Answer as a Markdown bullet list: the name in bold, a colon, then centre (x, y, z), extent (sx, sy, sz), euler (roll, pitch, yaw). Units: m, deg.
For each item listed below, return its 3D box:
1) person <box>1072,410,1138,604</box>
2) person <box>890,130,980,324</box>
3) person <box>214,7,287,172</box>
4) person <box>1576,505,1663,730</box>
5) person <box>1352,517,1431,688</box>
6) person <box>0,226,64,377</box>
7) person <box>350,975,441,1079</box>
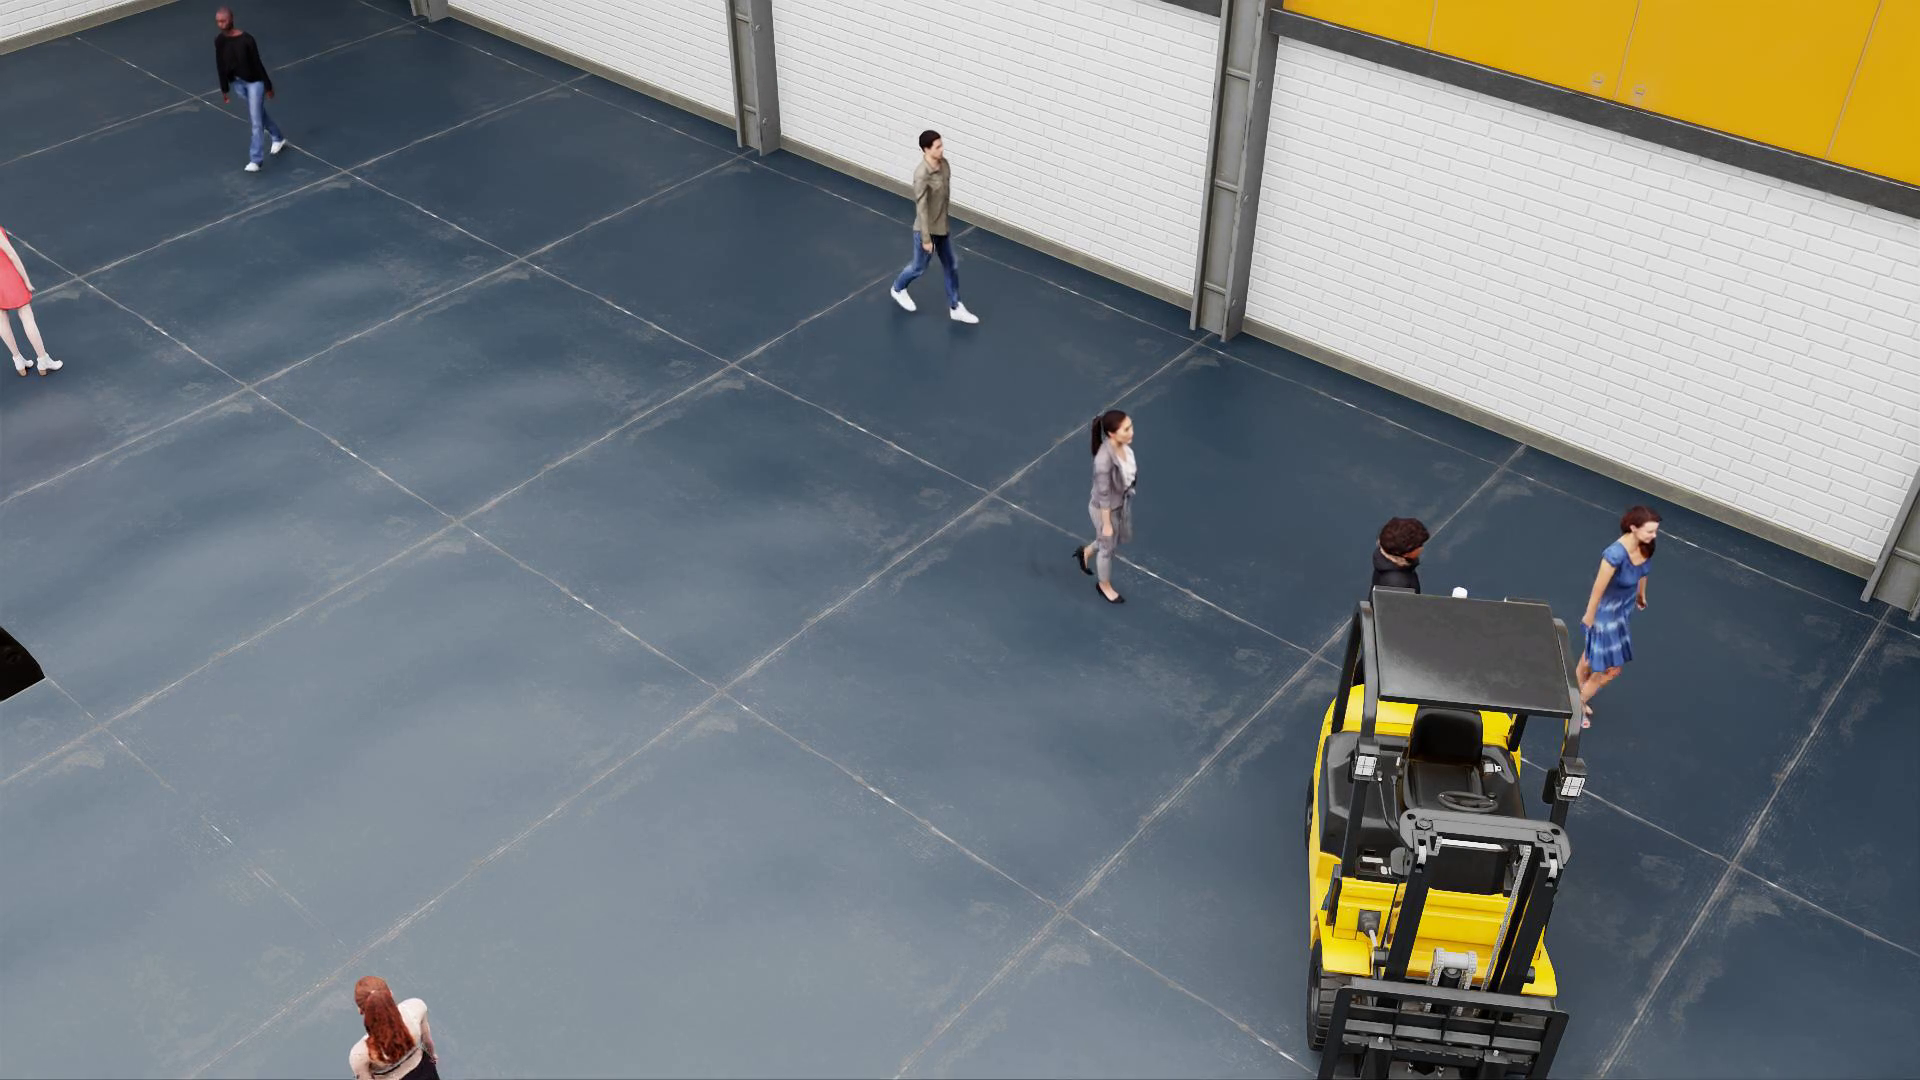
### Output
- **person**: centre (1.009, -0.243, 11.941), extent (0.775, 1.665, 0.689), euler (18, 42, 22)
- **person**: centre (-0.330, -2.844, 15.054), extent (1.210, 1.844, 0.831), euler (21, 43, 24)
- **person**: centre (-7.521, -4.843, 17.669), extent (1.150, 1.705, 1.078), euler (4, 39, 5)
- **person**: centre (4.209, 0.475, 10.962), extent (0.689, 1.764, 0.679), euler (31, 48, 33)
- **person**: centre (2.765, 0.581, 10.816), extent (0.791, 1.781, 0.736), euler (-2, 39, -2)
- **person**: centre (-8.243, -2.226, 14.294), extent (0.625, 1.828, 0.721), euler (3, 39, 4)
- **person**: centre (-2.648, 2.753, 8.137), extent (0.613, 1.732, 0.615), euler (-32, 48, -33)
